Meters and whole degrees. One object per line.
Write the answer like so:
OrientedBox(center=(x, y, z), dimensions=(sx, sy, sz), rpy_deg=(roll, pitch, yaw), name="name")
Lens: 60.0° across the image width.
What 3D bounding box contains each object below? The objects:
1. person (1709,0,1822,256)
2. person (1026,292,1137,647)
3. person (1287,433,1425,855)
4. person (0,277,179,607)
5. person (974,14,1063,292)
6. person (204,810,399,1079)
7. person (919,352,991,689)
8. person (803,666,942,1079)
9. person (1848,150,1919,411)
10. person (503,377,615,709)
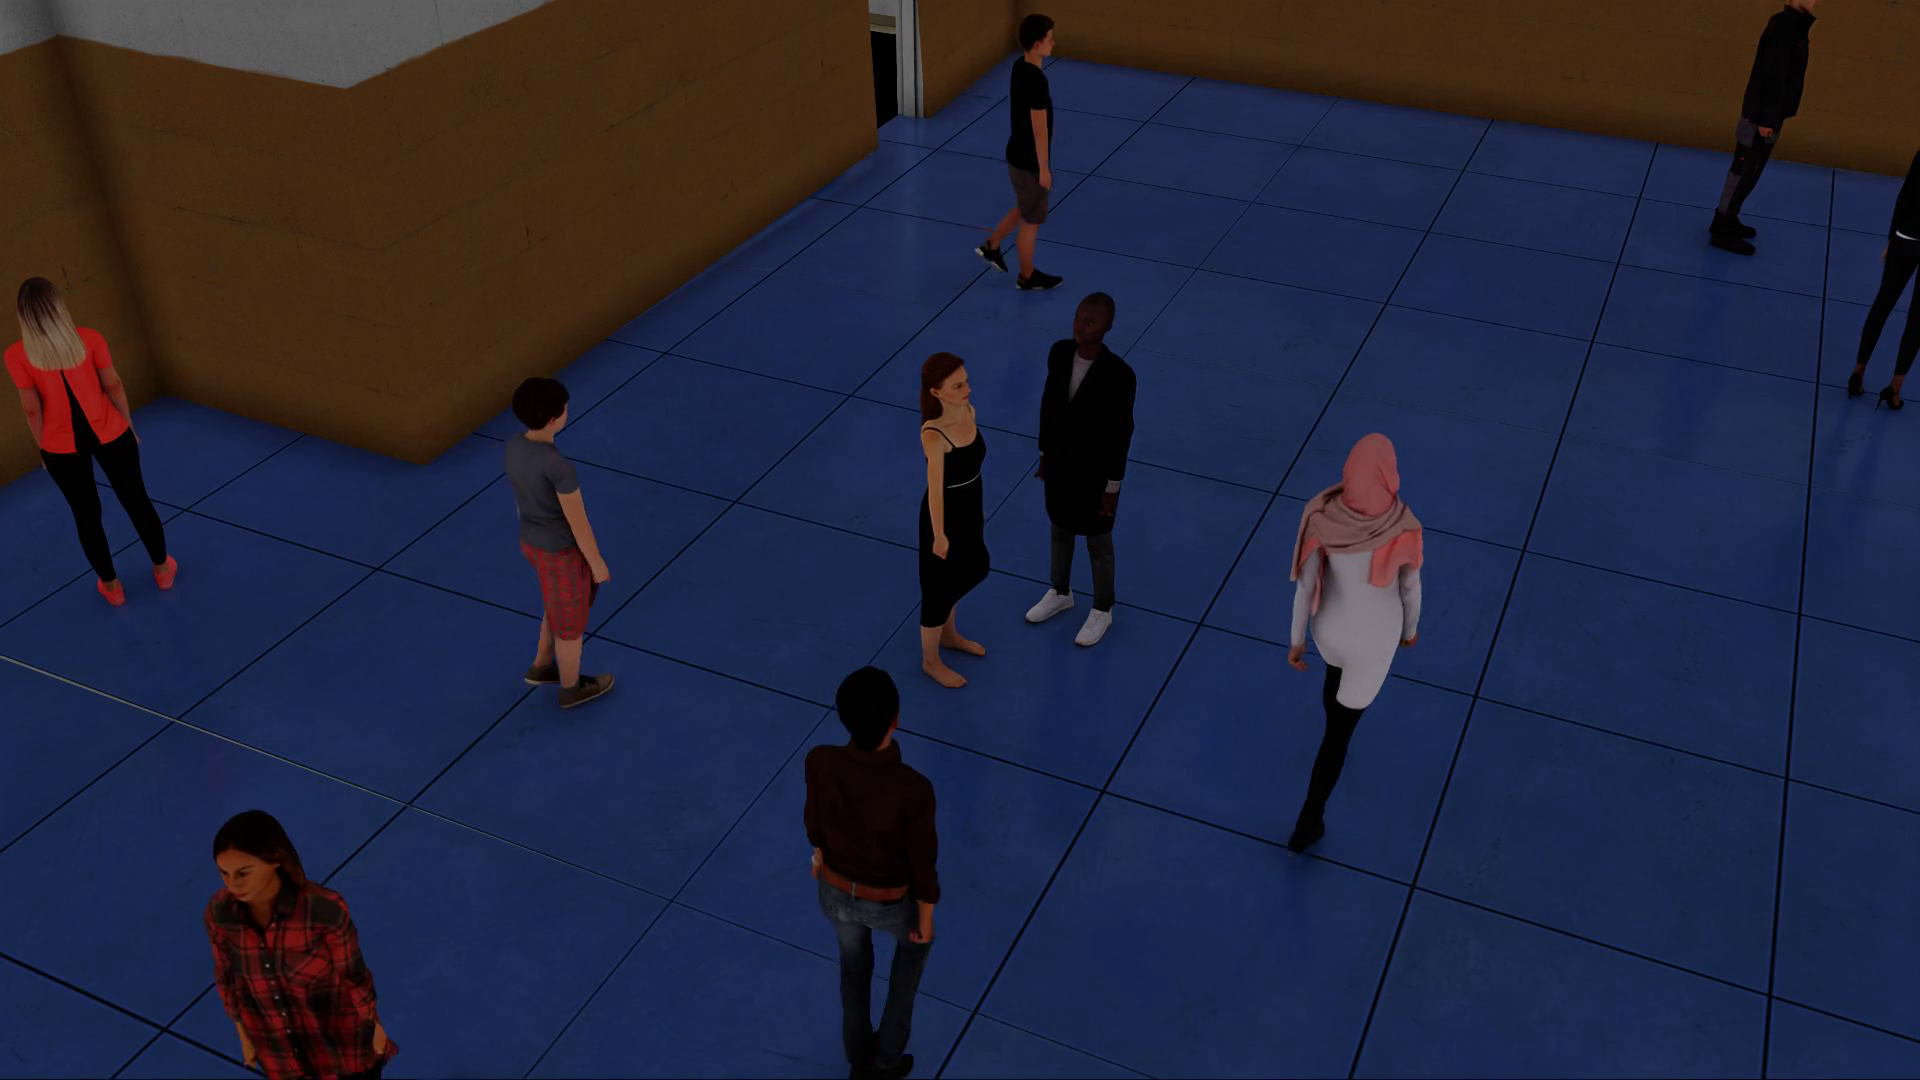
OrientedBox(center=(5.576, -2.984, 11.525), dimensions=(0.562, 1.944, 0.685), rpy_deg=(15, 36, 21), name="person")
OrientedBox(center=(0.582, -0.337, 7.712), dimensions=(0.581, 1.760, 0.755), rpy_deg=(25, 41, 32), name="person")
OrientedBox(center=(1.521, 0.451, 6.534), dimensions=(1.153, 1.752, 0.763), rpy_deg=(18, 38, 25), name="person")
OrientedBox(center=(-4.182, -0.466, 7.966), dimensions=(0.677, 1.693, 0.699), rpy_deg=(-19, 38, -26), name="person")
OrientedBox(center=(0.368, -2.508, 10.891), dimensions=(0.971, 1.853, 0.886), rpy_deg=(-5, 34, -7), name="person")
OrientedBox(center=(-1.944, 1.439, 5.102), dimensions=(0.740, 1.694, 0.798), rpy_deg=(3, 34, 4), name="person")
OrientedBox(center=(-0.051, -0.107, 7.488), dimensions=(0.546, 1.624, 0.557), rpy_deg=(15, 36, 21), name="person")
OrientedBox(center=(-0.322, 1.204, 5.388), dimensions=(0.606, 1.768, 0.748), rpy_deg=(10, 35, 14), name="person")
OrientedBox(center=(5.524, -1.621, 9.573), dimensions=(0.742, 1.835, 0.637), rpy_deg=(-20, 39, -28), name="person")
OrientedBox(center=(-1.817, 0.081, 7.181), dimensions=(0.767, 1.639, 0.710), rpy_deg=(-27, 42, -34), name="person")
